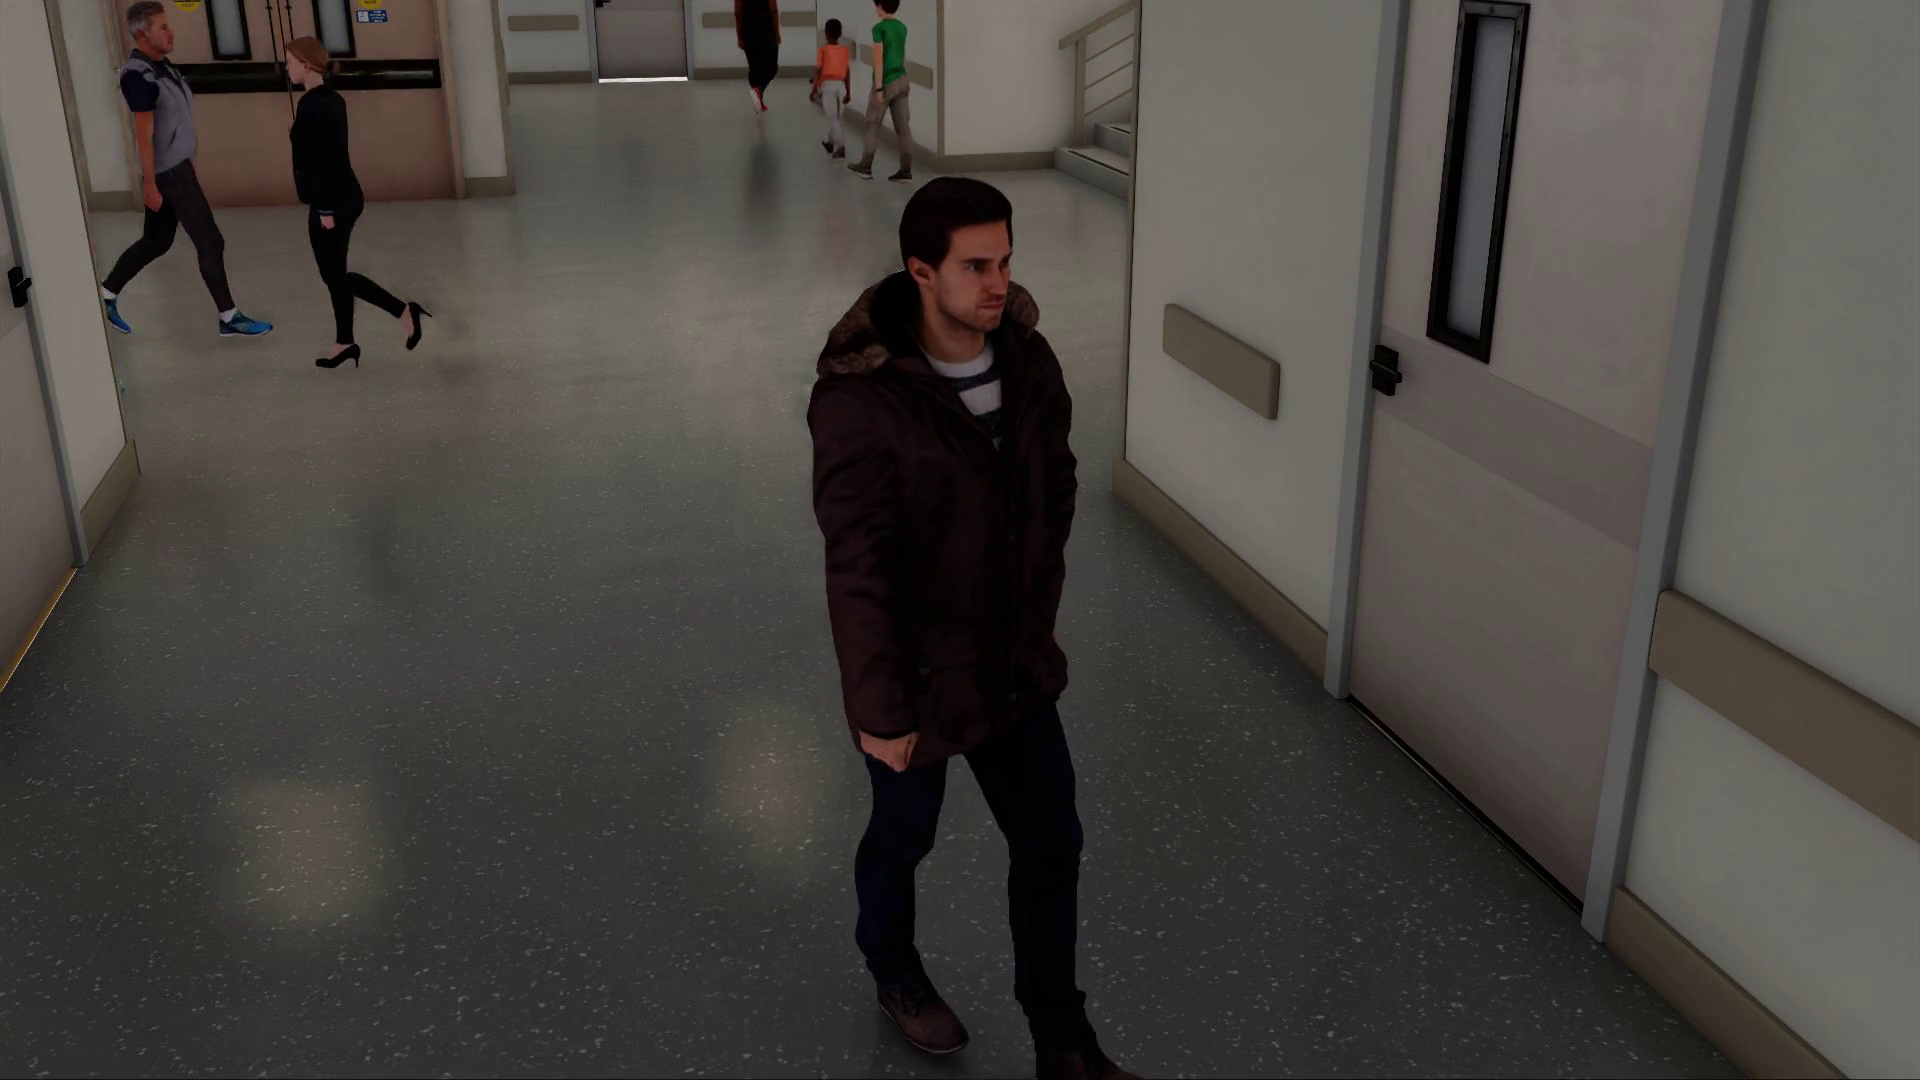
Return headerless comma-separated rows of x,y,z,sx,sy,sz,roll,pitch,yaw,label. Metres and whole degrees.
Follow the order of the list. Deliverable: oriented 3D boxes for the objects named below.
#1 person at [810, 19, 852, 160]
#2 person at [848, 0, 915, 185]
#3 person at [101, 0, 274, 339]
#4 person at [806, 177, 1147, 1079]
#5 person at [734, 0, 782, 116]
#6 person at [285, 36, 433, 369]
-1.182,-4.247,15.783,0.859,1.280,0.687,-11,23,-26,person
-0.540,-3.881,14.332,1.006,1.624,0.954,-19,28,-41,person
-4.366,-1.929,8.950,1.223,1.784,0.746,-5,21,-12,person
-0.070,0.211,3.251,1.042,1.821,1.043,-15,26,-35,person
-2.337,-5.776,19.093,1.044,1.795,0.994,4,21,10,person
-3.082,-1.671,8.429,0.908,1.673,0.712,-2,21,-4,person
